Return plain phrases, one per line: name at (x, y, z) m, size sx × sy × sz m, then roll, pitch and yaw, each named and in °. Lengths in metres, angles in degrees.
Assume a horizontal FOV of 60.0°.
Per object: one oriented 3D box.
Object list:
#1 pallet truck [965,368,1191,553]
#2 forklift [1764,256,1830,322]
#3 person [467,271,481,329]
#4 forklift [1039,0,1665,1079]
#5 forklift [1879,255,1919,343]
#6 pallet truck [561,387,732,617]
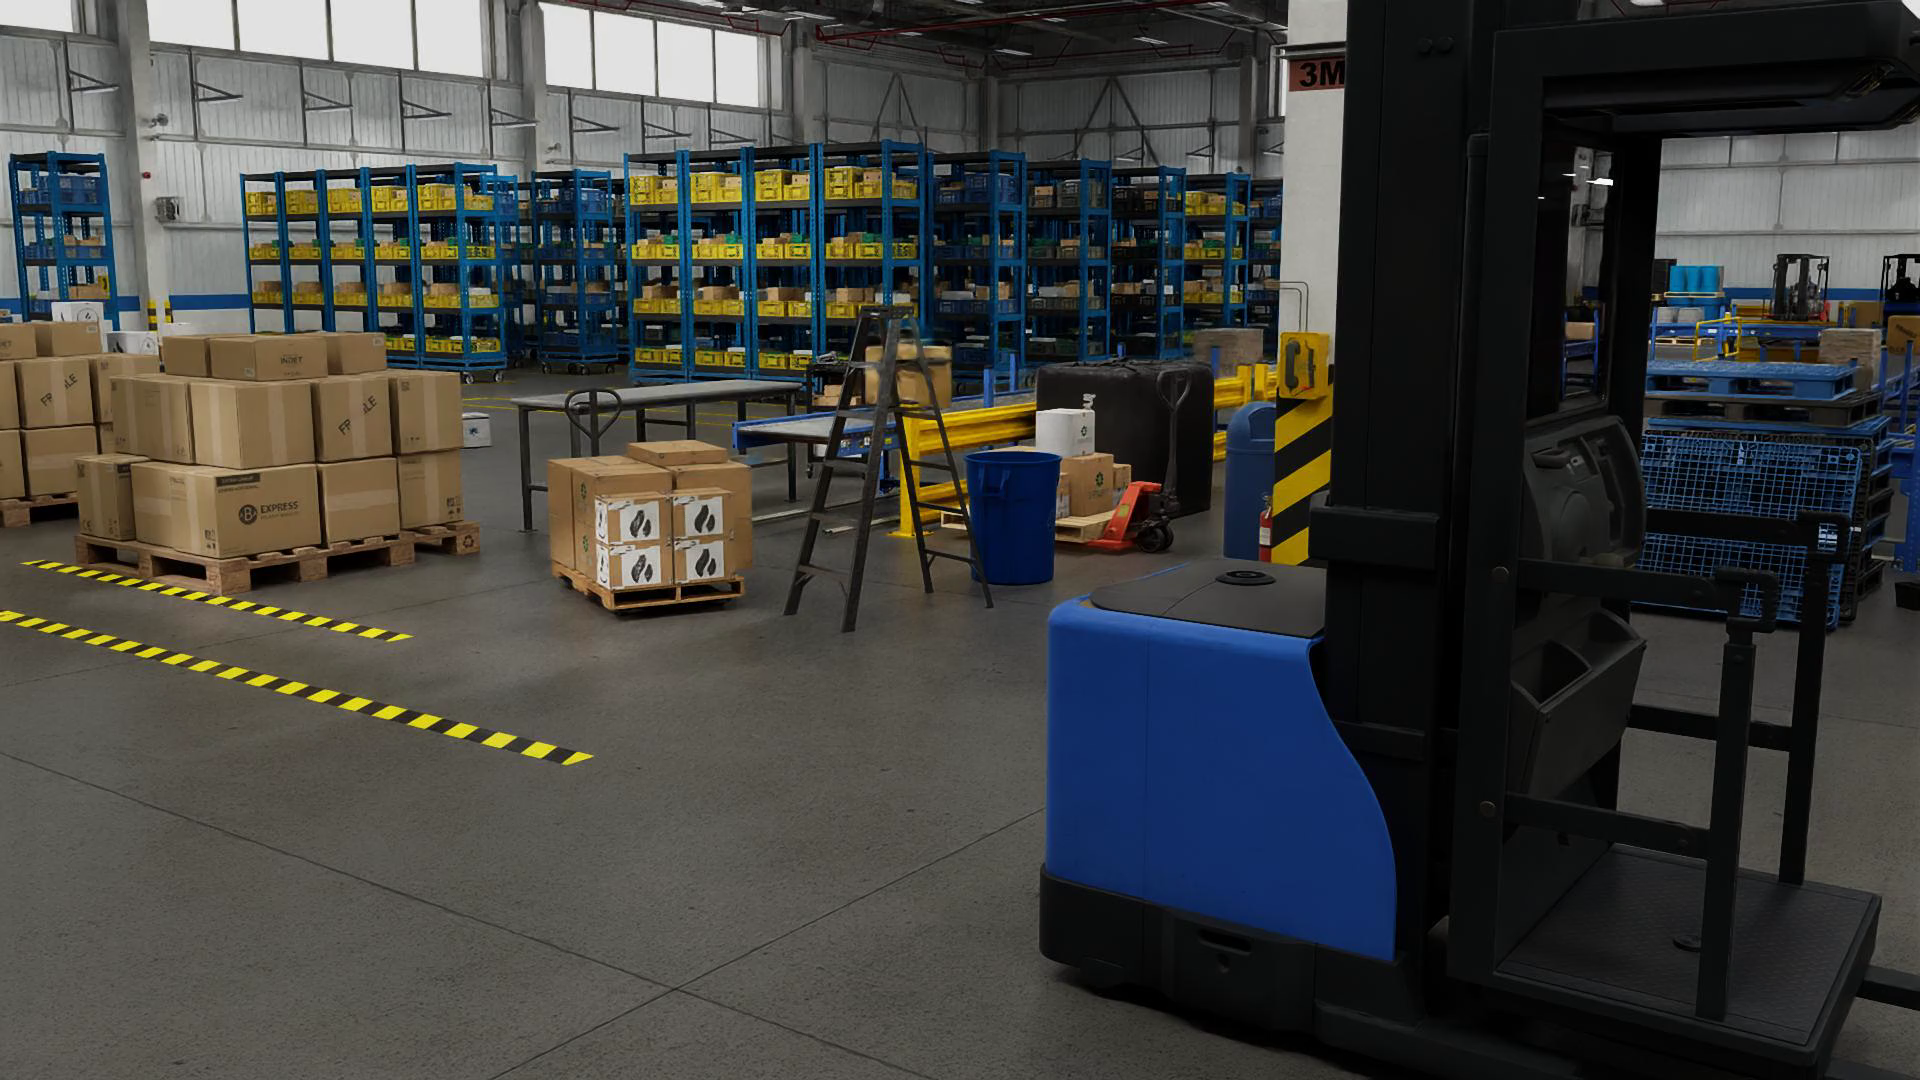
pallet truck at (0.845, -0.609, 11.869) m, size 1.630 × 1.274 × 0.653 m, roll 7°, pitch 12°, yaw 35°
forklift at (20.253, -5.854, 40.139) m, size 1.157 × 1.987 × 2.680 m, roll 7°, pitch 12°, yaw 35°
person at (-10.567, -4.988, 36.446) m, size 0.915 × 1.812 × 0.578 m, roll -9°, pitch 13°, yaw -43°
forklift at (1.249, -0.137, 4.360) m, size 1.873 × 2.768 × 1.129 m, roll 7°, pitch 12°, yaw 35°
forklift at (22.089, -5.634, 38.796) m, size 1.157 × 1.987 × 2.680 m, roll 6°, pitch 11°, yaw 33°
pallet truck at (-1.981, -0.274, 10.088) m, size 0.680 × 1.201 × 1.601 m, roll -5°, pitch 11°, yaw -28°
